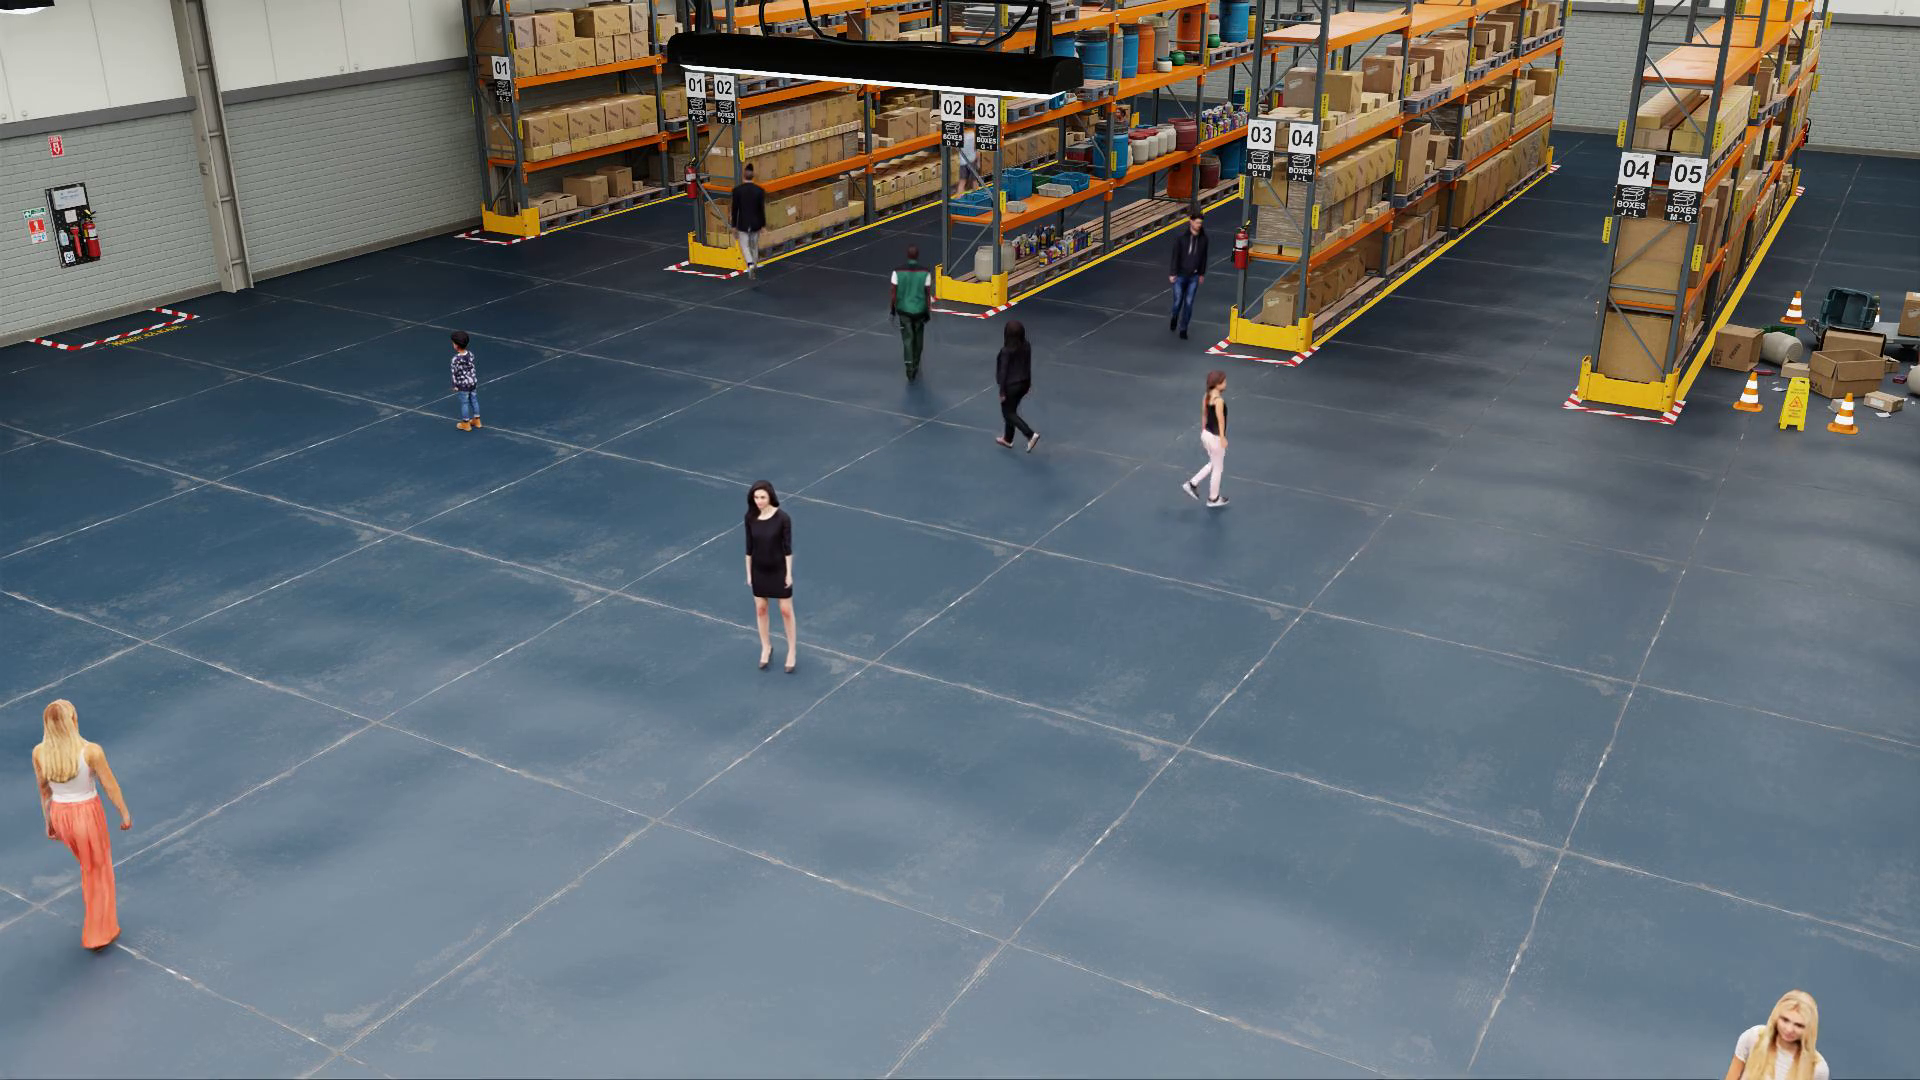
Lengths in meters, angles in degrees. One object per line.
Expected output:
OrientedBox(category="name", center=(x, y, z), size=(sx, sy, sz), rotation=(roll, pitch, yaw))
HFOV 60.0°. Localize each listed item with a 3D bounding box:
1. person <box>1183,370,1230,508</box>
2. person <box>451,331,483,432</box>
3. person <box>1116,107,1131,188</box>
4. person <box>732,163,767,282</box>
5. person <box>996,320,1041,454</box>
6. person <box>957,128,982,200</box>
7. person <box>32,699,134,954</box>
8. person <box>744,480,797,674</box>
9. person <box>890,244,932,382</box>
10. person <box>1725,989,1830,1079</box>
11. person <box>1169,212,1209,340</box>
OrientedBox(category="person", center=(2.705, -1.087, 18.069), size=(0.826, 1.550, 0.765), rotation=(-6, 24, -14))
OrientedBox(category="person", center=(-6.107, -1.975, 20.537), size=(0.574, 1.252, 0.459), rotation=(17, 28, 34))
OrientedBox(category="person", center=(3.341, -8.219, 34.744), size=(0.661, 1.625, 0.655), rotation=(-16, 28, -33))
OrientedBox(category="person", center=(-3.422, -5.159, 27.155), size=(1.090, 1.933, 1.150), rotation=(-6, 24, -13))
OrientedBox(category="person", center=(0.697, -1.788, 19.656), size=(0.790, 1.598, 0.921), rotation=(18, 29, 36))
OrientedBox(category="person", center=(0.128, -7.266, 32.290), size=(0.786, 1.792, 1.193), rotation=(9, 25, 20))
OrientedBox(category="person", center=(-5.727, 1.898, 10.747), size=(0.846, 1.787, 0.954), rotation=(1, 23, 3))
OrientedBox(category="person", center=(-1.630, 0.307, 14.471), size=(0.628, 1.799, 0.606), rotation=(6, 24, 13))
OrientedBox(category="person", center=(-0.654, -3.007, 22.279), size=(1.119, 1.788, 1.291), rotation=(-1, 23, -3))
OrientedBox(category="person", center=(3.973, 2.940, 8.262), size=(0.650, 1.814, 0.940), rotation=(15, 27, 31))
OrientedBox(category="person", center=(3.299, -3.874, 24.218), size=(0.908, 1.867, 0.972), rotation=(0, 23, -1))
